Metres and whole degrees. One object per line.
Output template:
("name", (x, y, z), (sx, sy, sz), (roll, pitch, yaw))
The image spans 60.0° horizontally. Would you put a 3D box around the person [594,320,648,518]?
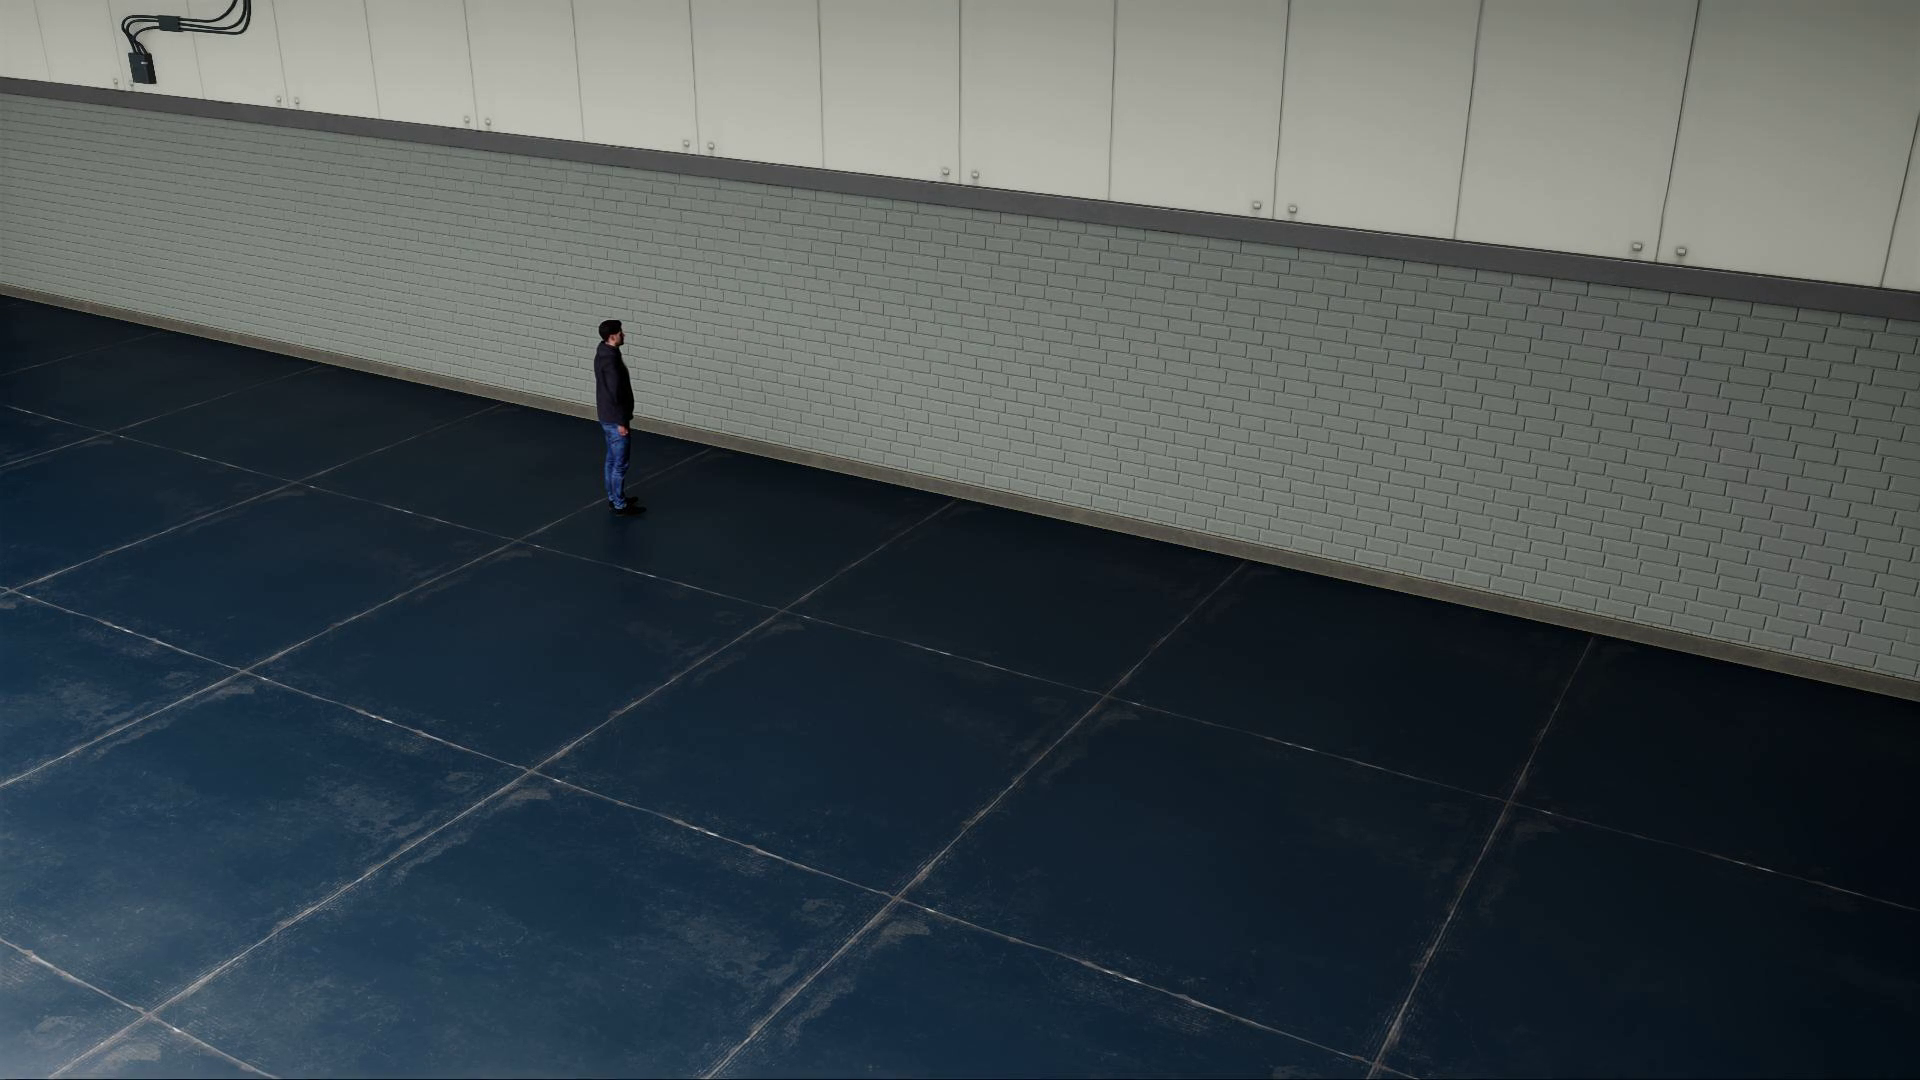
("person", (-3.254, -1.156, 15.655), (0.780, 1.894, 0.763), (-10, 25, -22))
